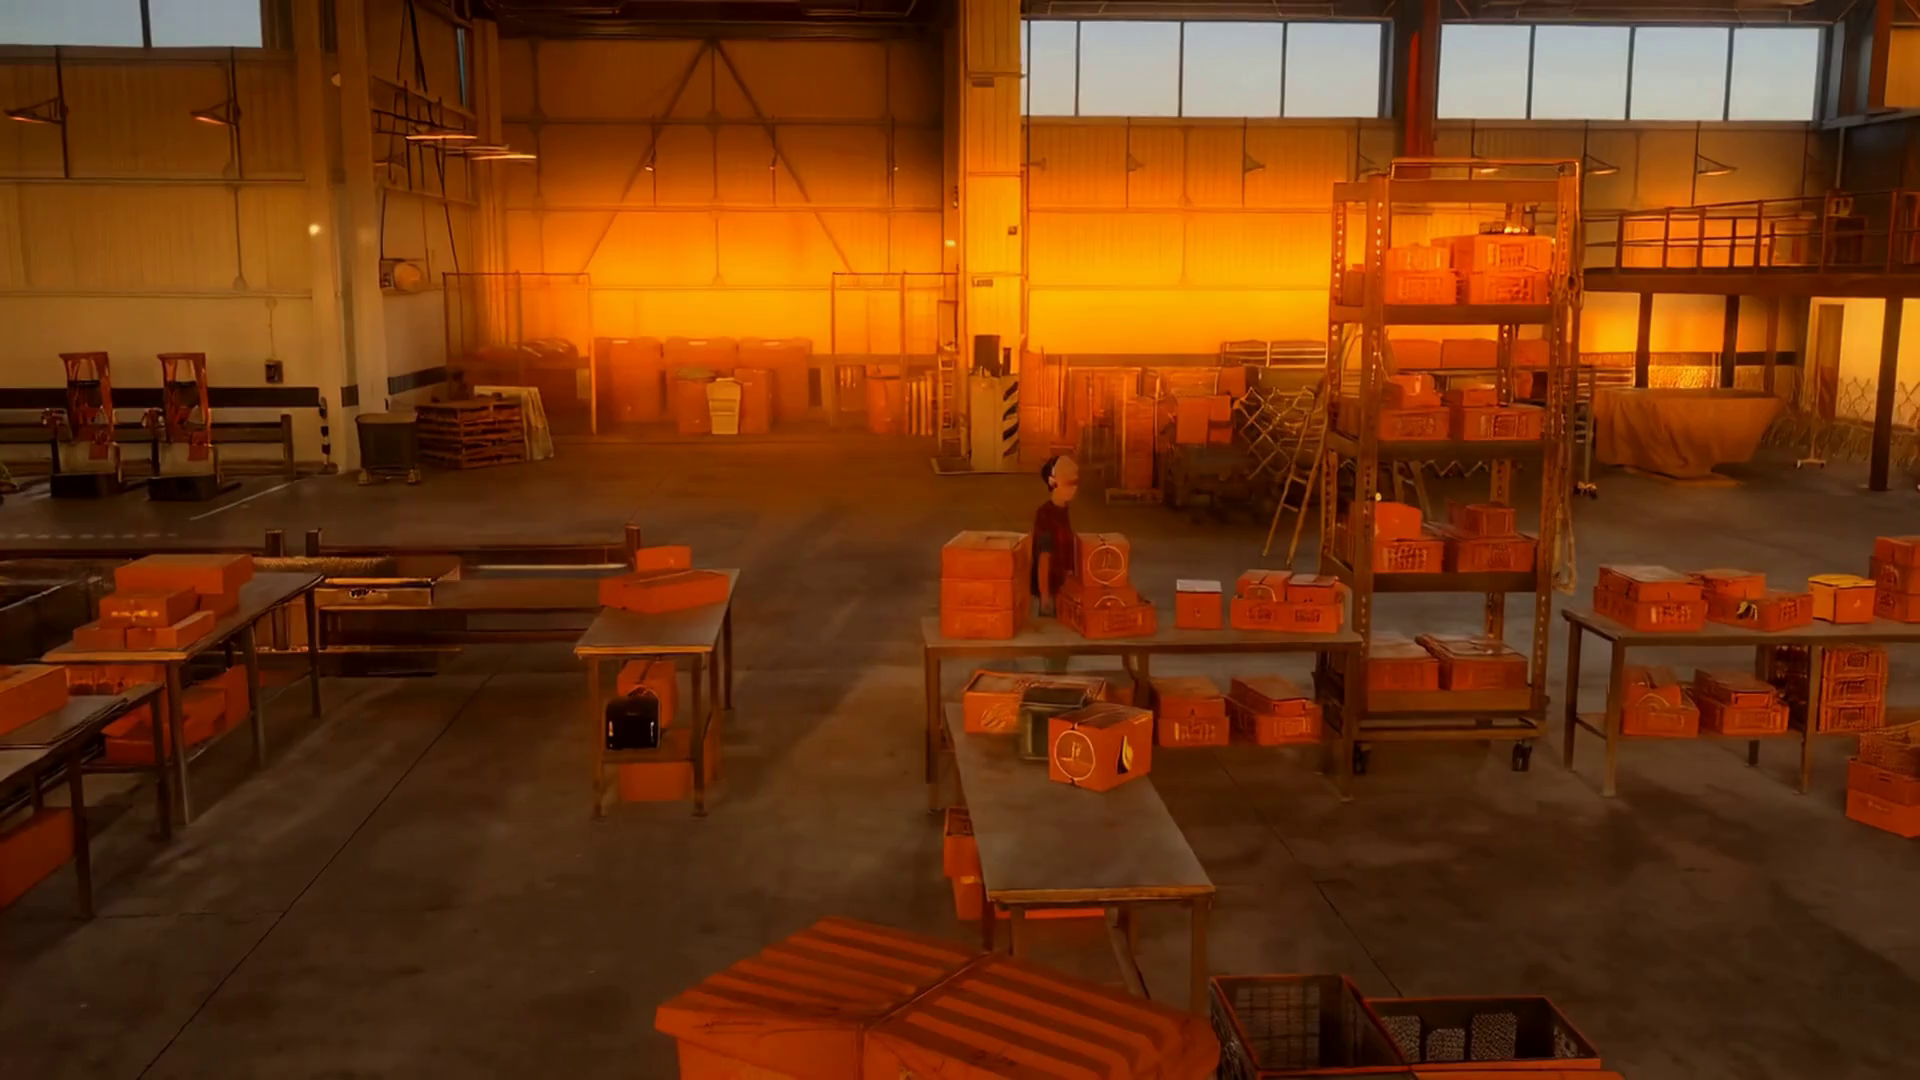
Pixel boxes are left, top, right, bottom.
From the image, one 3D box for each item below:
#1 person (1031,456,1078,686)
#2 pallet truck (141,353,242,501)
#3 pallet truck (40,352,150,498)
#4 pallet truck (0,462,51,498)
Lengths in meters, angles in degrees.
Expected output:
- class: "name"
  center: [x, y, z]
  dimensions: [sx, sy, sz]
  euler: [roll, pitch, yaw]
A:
- class: "person"
  center: [0.625, 0.376, 10.894]
  dimensions: [0.310, 1.868, 0.533]
  euler: [3, 9, 16]
- class: "pallet truck"
  center: [-10.520, -1.604, 22.925]
  dimensions: [0.823, 1.965, 1.885]
  euler: [-1, 9, -6]
- class: "pallet truck"
  center: [-11.907, -1.642, 23.165]
  dimensions: [0.823, 1.965, 1.885]
  euler: [0, 9, 0]
- class: "pallet truck"
  center: [-13.193, -1.293, 23.148]
  dimensions: [0.653, 1.274, 1.630]
  euler: [-1, 9, -4]
